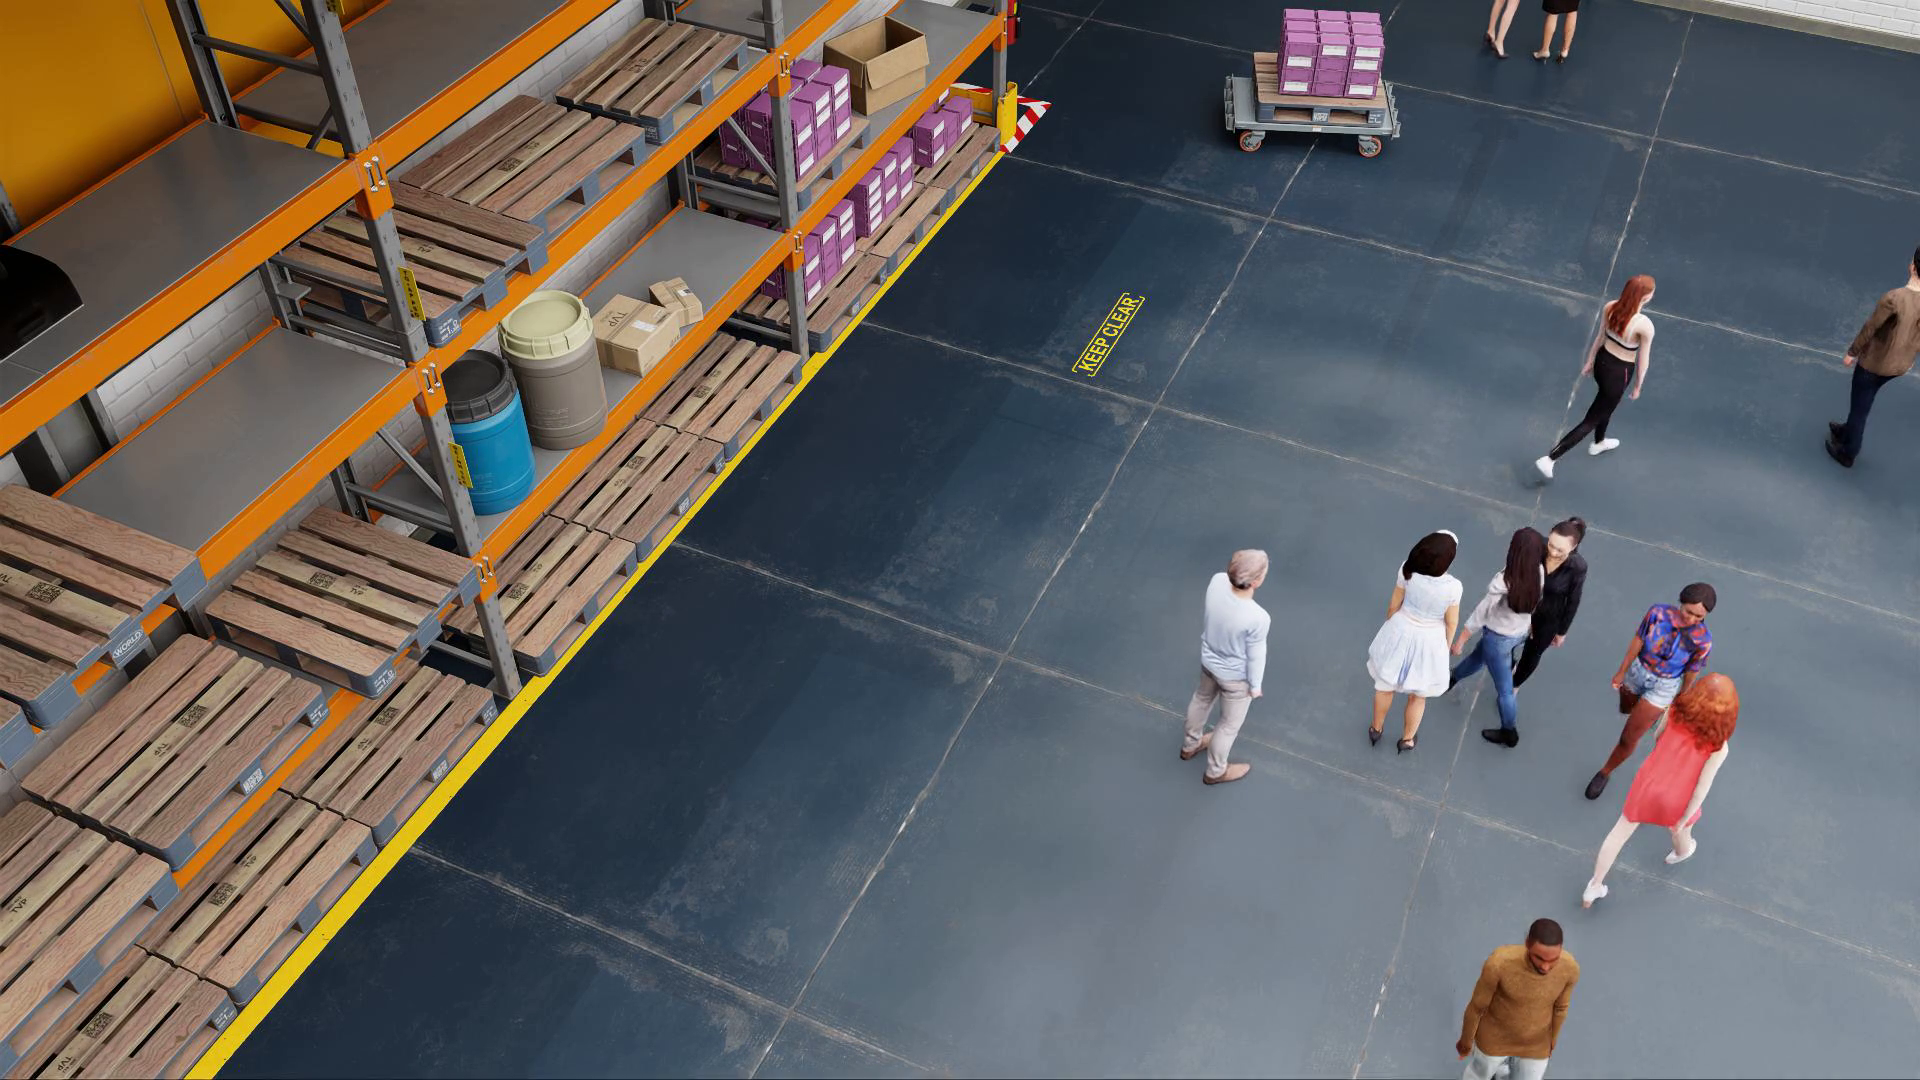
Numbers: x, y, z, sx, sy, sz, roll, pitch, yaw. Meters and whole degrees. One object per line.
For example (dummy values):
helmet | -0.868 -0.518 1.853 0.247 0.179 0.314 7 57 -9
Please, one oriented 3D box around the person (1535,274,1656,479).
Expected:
person | 4.691 -1.155 12.182 1.214 1.707 1.052 -20 47 -20

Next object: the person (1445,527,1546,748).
person | 3.460 0.661 10.369 1.113 1.576 1.095 -29 51 -27

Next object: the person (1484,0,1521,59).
person | 5.694 -5.847 17.038 0.710 1.801 0.614 -7 44 -7

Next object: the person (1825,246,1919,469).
person | 6.832 -1.282 12.192 0.824 1.876 0.880 -9 44 -10

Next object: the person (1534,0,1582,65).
person | 6.195 -5.679 16.893 0.743 1.758 0.756 -4 44 -5

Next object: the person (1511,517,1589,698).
person | 3.672 0.428 10.521 0.659 1.704 0.654 21 47 20

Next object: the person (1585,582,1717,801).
person | 4.240 0.831 10.093 1.159 1.712 0.875 -29 51 -27

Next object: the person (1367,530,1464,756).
person | 2.792 0.639 10.219 0.711 1.815 0.732 22 48 21

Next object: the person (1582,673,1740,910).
person | 3.898 1.477 9.368 1.165 1.777 0.913 -28 50 -26

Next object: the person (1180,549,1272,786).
person | 1.609 0.762 10.038 0.751 1.887 0.737 -23 48 -22

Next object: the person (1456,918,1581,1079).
person | 2.761 2.394 8.382 0.777 1.808 0.799 2 44 2
